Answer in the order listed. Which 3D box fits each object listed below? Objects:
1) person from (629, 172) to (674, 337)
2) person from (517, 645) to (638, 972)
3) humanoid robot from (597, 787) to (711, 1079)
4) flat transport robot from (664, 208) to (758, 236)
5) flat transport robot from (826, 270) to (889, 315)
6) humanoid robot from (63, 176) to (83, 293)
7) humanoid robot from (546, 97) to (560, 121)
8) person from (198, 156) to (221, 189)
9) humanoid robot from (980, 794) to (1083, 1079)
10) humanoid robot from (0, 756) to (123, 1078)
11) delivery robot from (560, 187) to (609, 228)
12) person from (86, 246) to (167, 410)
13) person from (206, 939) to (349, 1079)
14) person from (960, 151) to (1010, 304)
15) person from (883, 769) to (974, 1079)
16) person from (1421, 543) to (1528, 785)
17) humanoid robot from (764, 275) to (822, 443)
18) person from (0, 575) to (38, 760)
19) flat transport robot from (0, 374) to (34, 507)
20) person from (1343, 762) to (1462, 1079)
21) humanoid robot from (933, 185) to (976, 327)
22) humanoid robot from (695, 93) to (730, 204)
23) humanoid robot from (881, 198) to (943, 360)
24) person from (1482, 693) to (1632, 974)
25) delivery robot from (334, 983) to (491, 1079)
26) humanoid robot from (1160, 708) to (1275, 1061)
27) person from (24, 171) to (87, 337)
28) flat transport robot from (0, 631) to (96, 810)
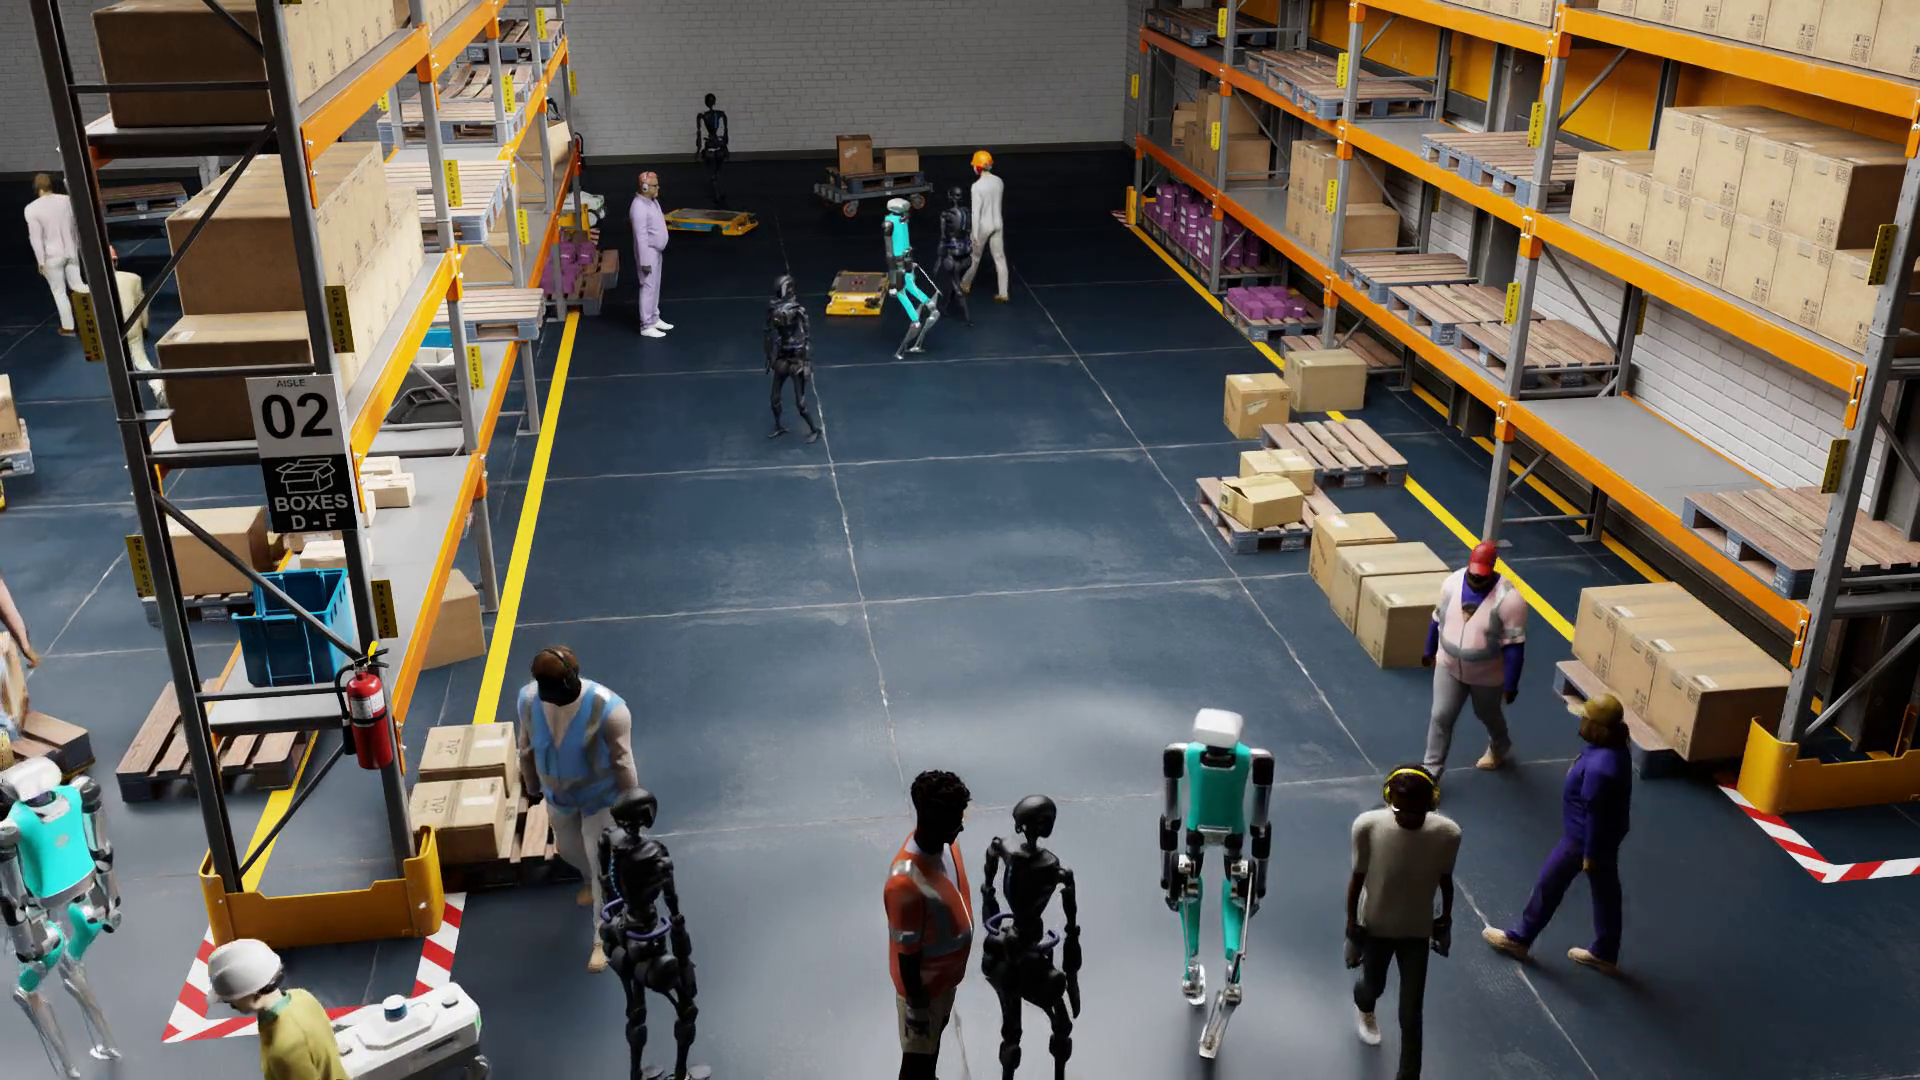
[{"bbox_3d":[-3.548,-3.291,19.159,0.400,1.900,0.633,1,24,3],"label":"person"},{"bbox_3d":[-1.989,1.310,8.796,0.659,1.814,0.728,5,24,12],"label":"person"},{"bbox_3d":[-1.463,1.852,7.704,0.601,1.658,0.336,19,30,36],"label":"humanoid robot"},{"bbox_3d":[-3.728,-4.632,24.230,1.431,0.231,0.659,6,24,14],"label":"flat transport robot"},{"bbox_3d":[-1.258,-3.077,20.688,0.659,0.231,1.431,1,24,2],"label":"flat transport robot"},{"bbox_3d":[-10.753,-3.664,20.345,0.765,1.633,0.608,20,31,38],"label":"humanoid robot"},{"bbox_3d":[-6.743,-6.655,27.096,0.608,1.636,0.391,3,24,8],"label":"humanoid robot"},{"bbox_3d":[-11.556,-6.072,25.557,0.635,1.840,0.429,18,29,35],"label":"person"},{"bbox_3d":[0.315,1.897,7.611,0.593,1.649,0.438,19,30,37],"label":"humanoid robot"},{"bbox_3d":[-4.293,1.770,7.815,0.662,1.786,0.549,12,27,26],"label":"humanoid robot"},{"bbox_3d":[-5.576,-4.894,24.494,0.784,0.612,0.509,2,24,5],"label":"delivery robot"},{"bbox_3d":[-8.394,-2.123,16.712,0.771,1.721,0.572,17,29,34],"label":"person"},{"bbox_3d":[-2.573,2.341,6.418,0.949,1.817,0.536,-4,24,-9],"label":"person"},{"bbox_3d":[0.297,-3.889,20.585,0.563,1.846,0.948,-16,28,-32],"label":"person"},{"bbox_3d":[-0.119,1.872,7.311,0.369,1.960,0.601,6,25,14],"label":"person"},{"bbox_3d":[3.152,0.750,10.198,0.650,1.707,0.913,18,29,35],"label":"person"},{"bbox_3d":[-1.606,-1.741,15.902,0.591,1.641,0.403,15,28,31],"label":"humanoid robot"},{"bbox_3d":[-5.927,0.718,9.920,0.710,1.980,0.407,-18,30,-36],"label":"person"},{"bbox_3d":[-8.982,-0.547,14.925,0.659,0.231,1.431,-13,27,-27],"label":"flat transport robot"},{"bbox_3d":[2.032,1.773,7.725,0.510,1.822,0.880,4,24,10],"label":"person"},{"bbox_3d":[-0.080,-3.363,19.638,0.771,1.629,0.583,18,30,35],"label":"humanoid robot"},{"bbox_3d":[-3.838,-6.082,25.795,0.588,1.643,0.542,-17,29,-34],"label":"humanoid robot"},{"bbox_3d":[-0.495,-2.859,18.354,0.662,1.780,0.570,10,26,22],"label":"humanoid robot"},{"bbox_3d":[3.155,1.493,8.610,0.762,1.590,0.495,15,28,31],"label":"person"},{"bbox_3d":[-2.633,2.414,7.817,0.789,0.590,0.499,-19,30,-37],"label":"delivery robot"},{"bbox_3d":[1.190,1.716,7.922,0.538,1.743,0.897,5,24,10],"label":"humanoid robot"},{"bbox_3d":[-10.234,-3.247,19.021,0.674,1.925,0.633,12,27,26],"label":"person"},{"bbox_3d":[-6.136,1.549,10.148,0.659,0.231,1.431,12,26,26],"label":"flat transport robot"}]
